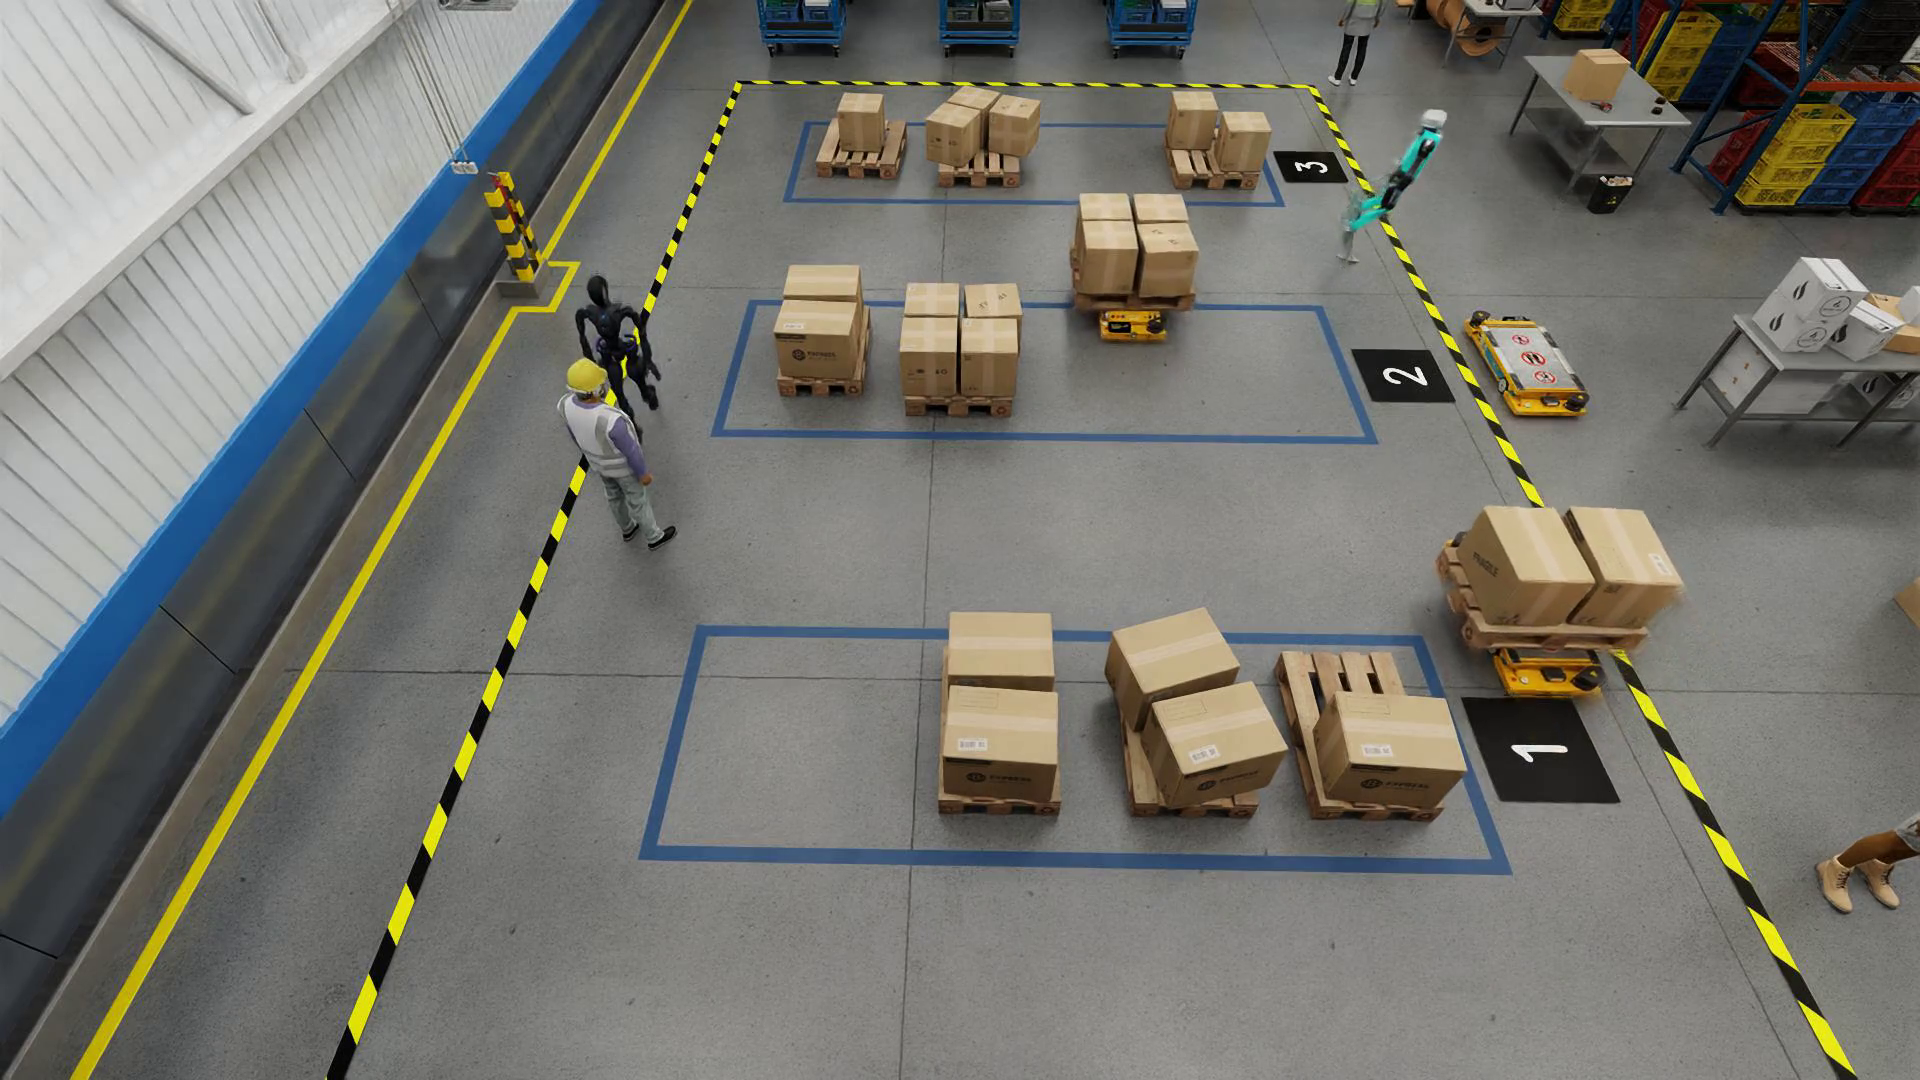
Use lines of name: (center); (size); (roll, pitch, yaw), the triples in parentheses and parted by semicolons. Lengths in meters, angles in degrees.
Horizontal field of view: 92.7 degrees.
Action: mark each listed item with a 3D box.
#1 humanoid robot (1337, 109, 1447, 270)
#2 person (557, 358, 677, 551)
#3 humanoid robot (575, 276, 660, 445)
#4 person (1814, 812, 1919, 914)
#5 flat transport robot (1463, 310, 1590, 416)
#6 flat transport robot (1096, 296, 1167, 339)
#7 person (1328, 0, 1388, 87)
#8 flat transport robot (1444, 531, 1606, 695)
humanoid robot: (4.458, -3.703, 9.798); (0.818, 1.815, 0.543); (18, 52, 15)
person: (-2.635, -0.626, 7.039); (0.599, 1.831, 0.404); (21, 52, 17)
humanoid robot: (-2.964, -1.621, 8.007); (0.600, 1.637, 0.552); (-7, 49, -6)
person: (5.655, 1.532, 5.038); (0.604, 2.040, 0.382); (-2, 49, -2)
flat transport robot: (5.573, -1.757, 9.054); (0.659, 0.231, 1.431); (1, 49, 1)
flat transport robot: (1.792, -2.660, 9.817); (0.652, 0.197, 1.431); (1, 49, 1)
person: (5.638, -7.377, 12.872); (0.590, 1.851, 0.401); (1, 49, 0)
flat transport robot: (4.321, 0.526, 7.059); (0.652, 0.197, 1.431); (1, 49, 1)
